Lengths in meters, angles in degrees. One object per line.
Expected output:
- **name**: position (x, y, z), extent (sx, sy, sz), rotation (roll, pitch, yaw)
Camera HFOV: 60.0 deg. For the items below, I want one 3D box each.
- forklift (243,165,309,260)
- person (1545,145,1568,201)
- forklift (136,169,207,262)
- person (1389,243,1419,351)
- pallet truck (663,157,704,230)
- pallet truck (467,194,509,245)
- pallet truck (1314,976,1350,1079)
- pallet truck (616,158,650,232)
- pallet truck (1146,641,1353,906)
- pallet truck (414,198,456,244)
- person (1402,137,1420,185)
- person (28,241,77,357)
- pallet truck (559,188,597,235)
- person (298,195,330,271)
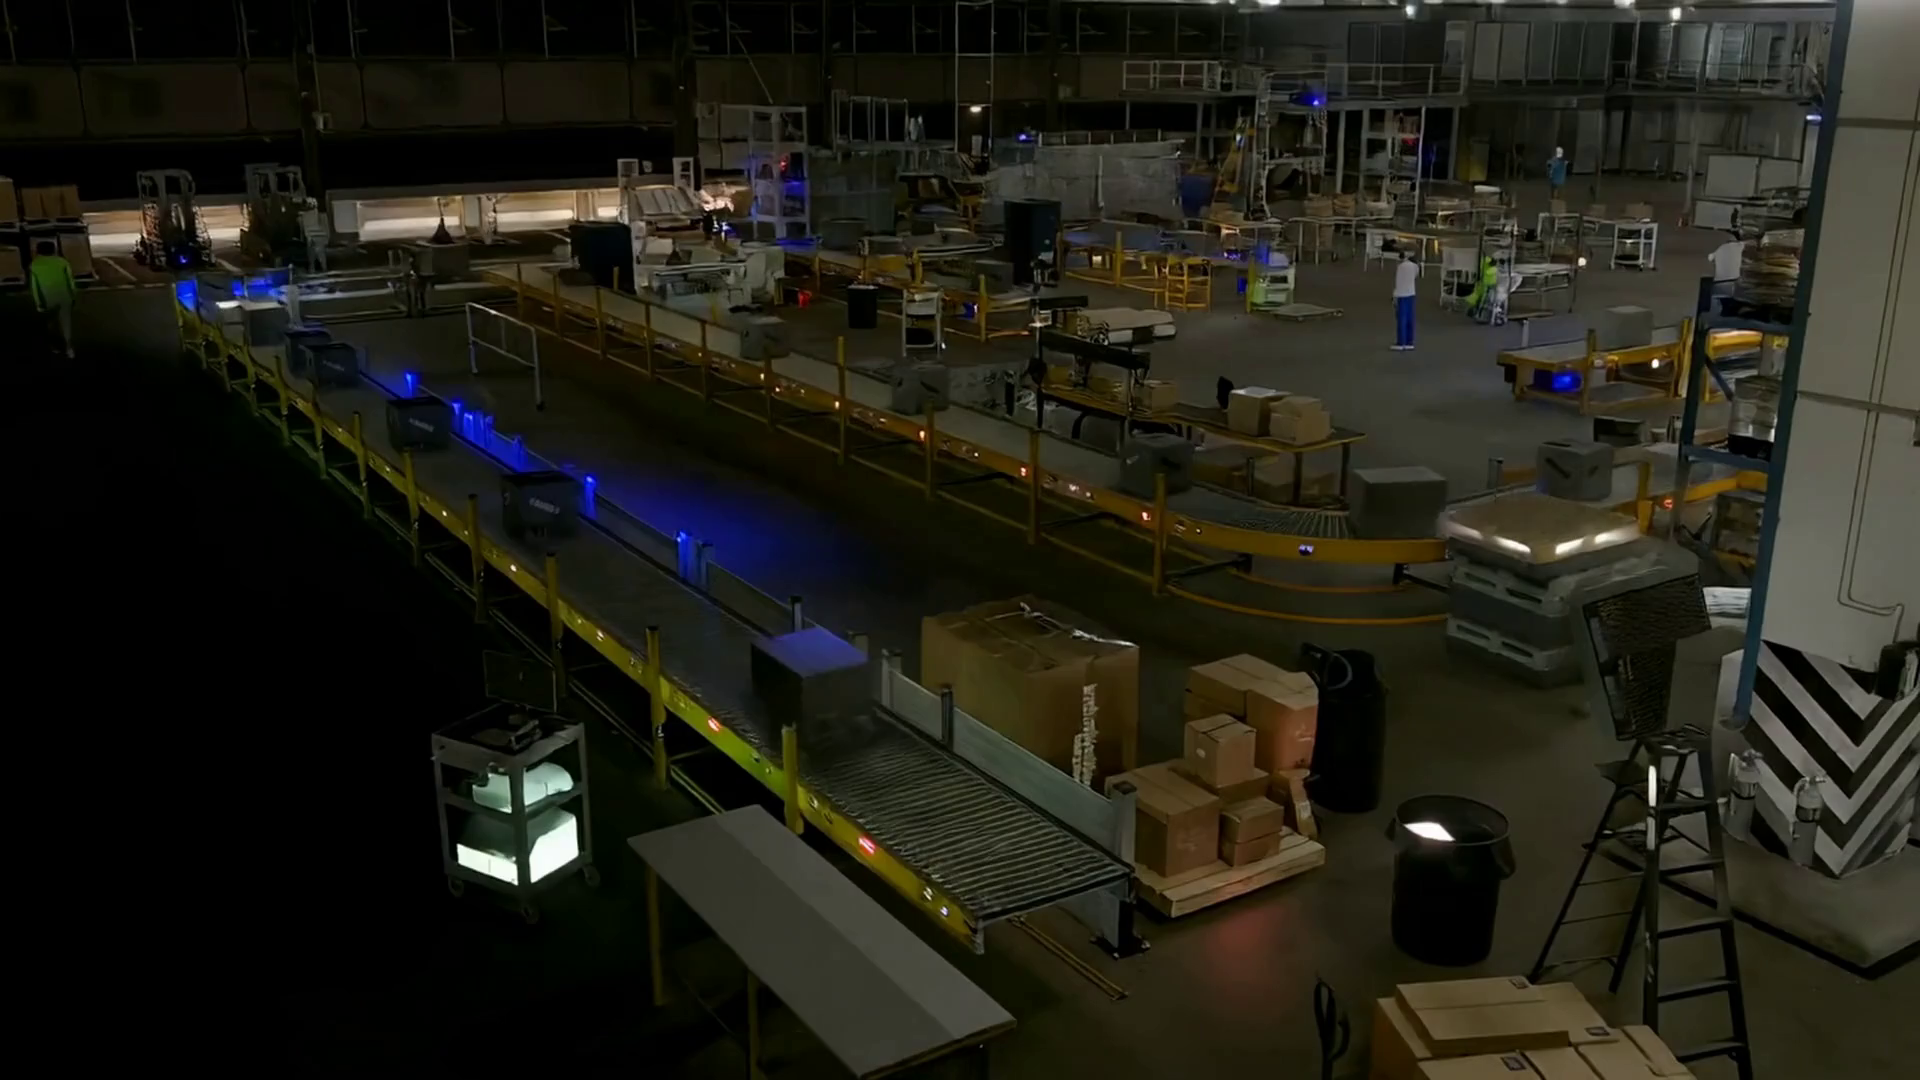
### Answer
- **forklift**: position (-15.898, -7.669, 38.708), extent (1.157, 1.987, 2.680), rotation (-11, 20, -33)
- **person**: position (17.383, -10.488, 48.540), extent (0.605, 2.045, 0.387), rotation (-3, 17, -9)
- **forklift**: position (-17.842, -7.318, 37.559), extent (1.157, 1.987, 2.680), rotation (-10, 20, -31)
- **person**: position (7.331, -4.009, 27.475), extent (0.527, 1.757, 0.341), rotation (-10, 19, -30)
- **pallet truck**: position (-7.586, -9.308, 44.692), extent (0.823, 1.965, 1.885), rotation (-11, 20, -33)
- **pallet truck**: position (-11.983, -8.177, 42.137), extent (0.704, 1.261, 1.522), rotation (-11, 20, -33)
- **pallet truck**: position (2.299, 2.390, 7.086), extent (1.601, 1.201, 0.680), rotation (-2, 17, -7)
- **pallet truck**: position (-8.918, -9.176, 44.255), extent (0.823, 1.965, 1.885), rotation (-9, 19, -27)
- **pallet truck**: position (1.664, 1.407, 10.232), extent (1.630, 1.274, 0.653), rotation (-10, 20, -31)
- **pallet truck**: position (-13.250, -8.060, 41.856), extent (0.680, 1.201, 1.601), rotation (-10, 20, -31)
- **person**: position (16.050, -13.538, 59.021), extent (0.591, 1.837, 0.946), rotation (-8, 19, -25)
- **person**: position (-14.688, -3.917, 26.996), extent (0.643, 1.864, 0.987), rotation (-9, 19, -29)
- **pallet truck**: position (-10.010, -8.652, 43.699), extent (0.653, 1.274, 1.630), rotation (-10, 20, -31)
- **person**: position (-13.644, -6.379, 35.241), extent (0.586, 1.827, 0.404), rotation (0, 17, -1)
